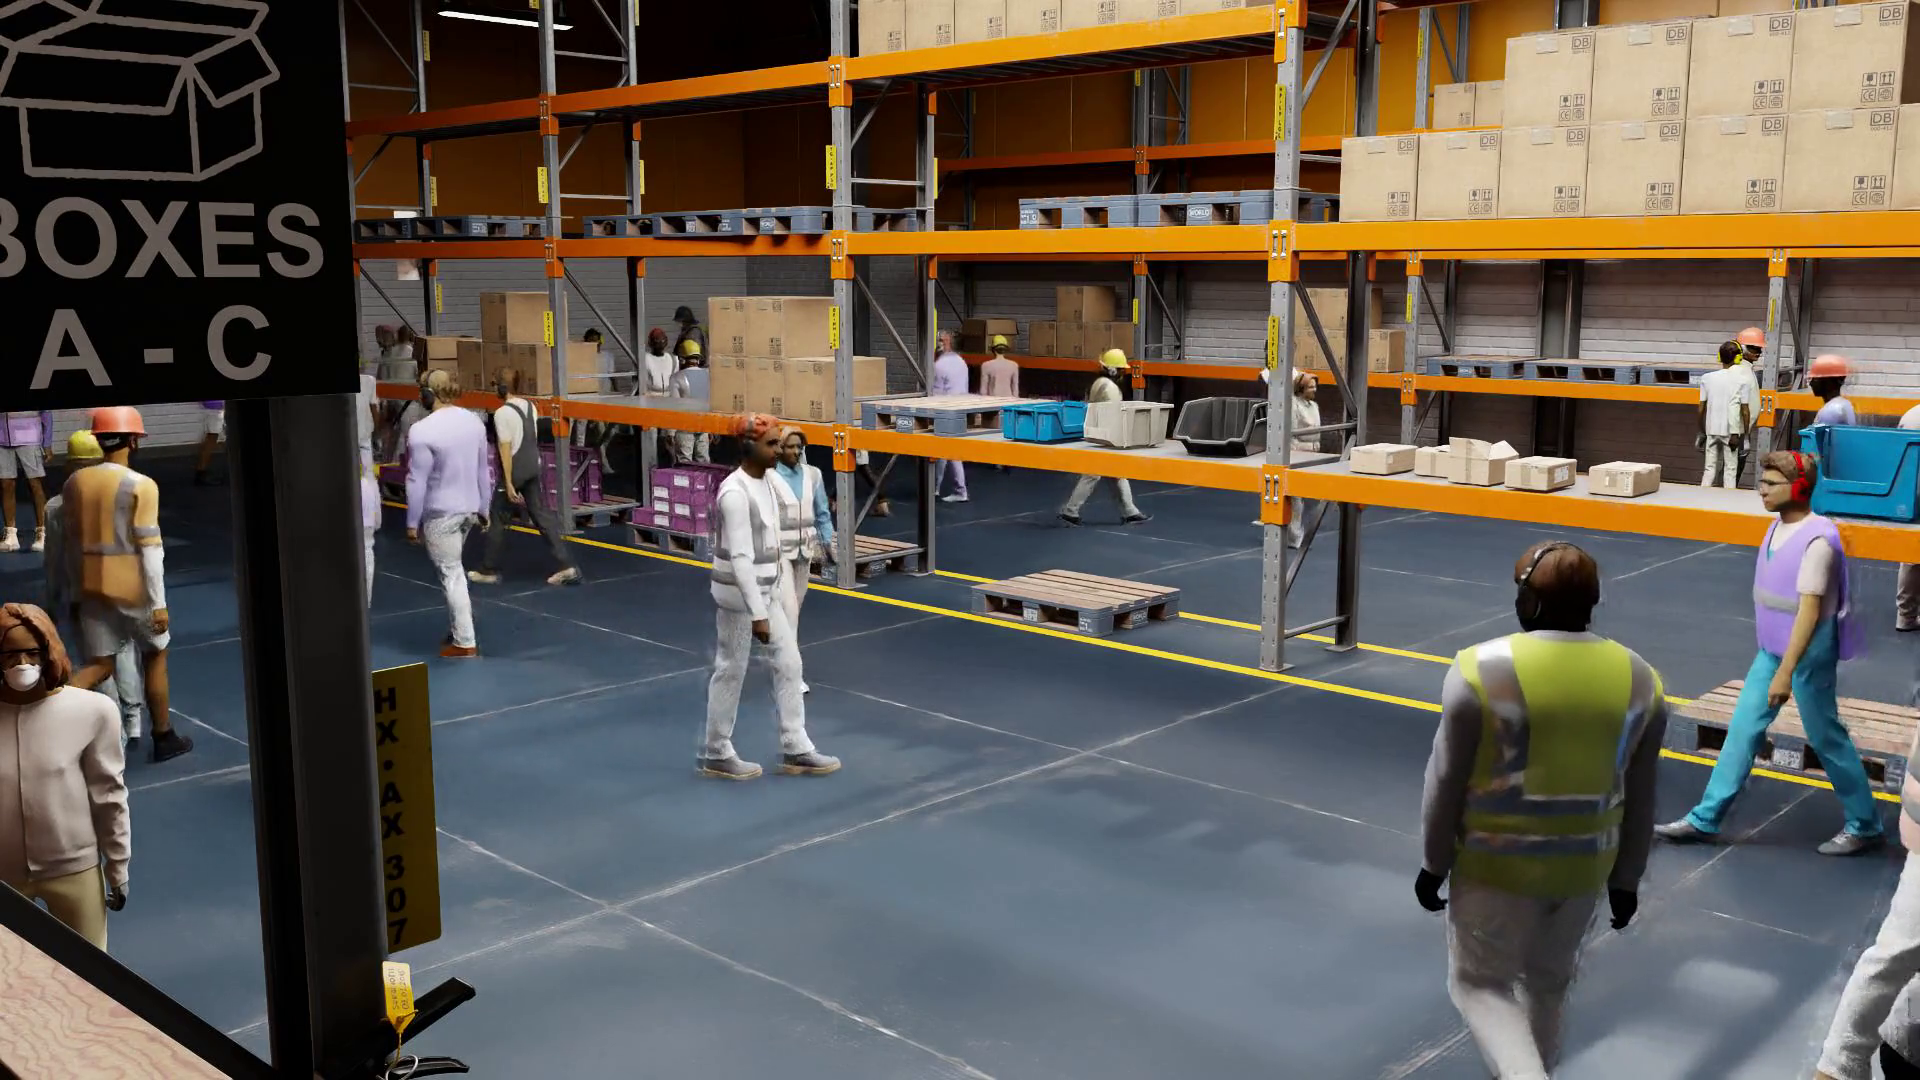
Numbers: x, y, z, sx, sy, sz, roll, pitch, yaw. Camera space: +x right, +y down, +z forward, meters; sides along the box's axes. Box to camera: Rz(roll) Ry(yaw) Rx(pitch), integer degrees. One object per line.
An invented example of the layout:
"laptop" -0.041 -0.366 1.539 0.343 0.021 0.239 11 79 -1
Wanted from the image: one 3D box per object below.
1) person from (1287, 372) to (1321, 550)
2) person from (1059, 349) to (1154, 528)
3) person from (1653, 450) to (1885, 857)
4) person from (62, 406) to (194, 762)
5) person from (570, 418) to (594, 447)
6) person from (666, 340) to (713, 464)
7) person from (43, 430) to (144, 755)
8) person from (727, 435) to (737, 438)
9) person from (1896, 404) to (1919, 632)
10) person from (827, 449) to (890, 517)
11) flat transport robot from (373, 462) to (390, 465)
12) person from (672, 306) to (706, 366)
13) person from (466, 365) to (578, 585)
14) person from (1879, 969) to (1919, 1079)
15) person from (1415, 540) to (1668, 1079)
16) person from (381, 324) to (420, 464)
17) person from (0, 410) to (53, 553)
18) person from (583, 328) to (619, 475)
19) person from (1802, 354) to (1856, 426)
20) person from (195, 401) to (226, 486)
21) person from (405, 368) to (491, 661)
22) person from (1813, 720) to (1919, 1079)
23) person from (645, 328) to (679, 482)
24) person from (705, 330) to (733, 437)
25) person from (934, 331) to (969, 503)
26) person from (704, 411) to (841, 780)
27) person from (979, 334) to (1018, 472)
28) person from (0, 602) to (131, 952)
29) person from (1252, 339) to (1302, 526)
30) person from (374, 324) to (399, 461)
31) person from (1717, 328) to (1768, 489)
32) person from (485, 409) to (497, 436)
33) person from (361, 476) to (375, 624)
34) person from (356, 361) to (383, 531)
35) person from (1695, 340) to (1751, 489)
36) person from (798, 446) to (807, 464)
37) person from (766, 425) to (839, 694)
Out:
"person" 3.128 -0.708 15.113 0.526 1.623 0.376 -9 13 -44
"person" 1.425 -0.993 16.425 0.961 1.783 0.587 -1 9 -4
"person" 3.606 0.505 7.213 0.991 1.789 0.589 0 9 3
"person" -4.310 0.261 8.379 0.584 1.900 0.838 3 10 16
"person" -4.629 -1.487 19.955 0.502 1.611 0.435 -4 10 -24
"person" -2.807 -1.168 17.350 0.403 1.827 0.596 9 13 44
"person" -4.541 0.285 8.736 0.526 1.727 0.487 8 12 40
"person" -3.328 -2.504 25.127 0.652 1.954 0.528 -1 9 -9
"person" 6.828 -0.264 11.561 0.402 1.904 0.638 -3 10 -17
"person" -1.113 -1.060 17.215 0.906 1.628 0.568 3 10 18
"flat transport robot" -6.996 -0.813 19.910 1.431 0.197 0.652 -2 10 -13
"person" -4.155 -2.621 25.585 0.580 2.000 0.723 -3 10 -20
"person" -3.539 -0.512 13.424 0.975 1.803 0.530 4 10 24
"person" 2.574 1.046 4.192 0.542 1.678 0.597 -3 10 -18
"person" 1.614 0.913 4.591 0.640 1.824 0.706 -1 9 -8
"person" -6.656 -1.664 20.193 0.710 1.879 1.007 5 11 29
"person" -8.515 -0.893 14.984 0.615 2.040 0.391 -1 9 -7
"person" -4.511 -1.731 20.774 0.546 1.834 0.535 -9 13 -42
"person" 6.547 -0.444 12.629 0.528 1.919 0.560 8 12 41
"person" -8.730 -1.594 19.755 0.868 1.875 0.677 -6 11 -31
"person" -3.391 -0.165 10.885 0.594 1.918 0.663 4 10 24
"person" 2.978 0.905 4.740 0.648 1.786 0.968 -8 12 -42
"person" -3.504 -1.558 19.628 0.580 1.844 0.895 -6 11 -31
"person" -3.691 -2.407 25.279 0.847 1.711 0.626 -1 9 -7
"person" -0.255 -1.355 18.324 0.870 1.868 0.665 5 10 27
"person" -0.938 0.300 8.225 0.817 1.854 0.607 2 9 12
"person" 0.514 -1.716 20.945 0.528 1.746 0.713 -4 10 -22
"person" -2.659 0.976 4.798 0.497 1.629 0.276 -4 10 -25
"person" 3.120 -1.065 16.494 0.446 1.901 0.614 8 12 40
"person" -7.158 -1.826 21.273 0.929 1.865 0.680 -4 10 -25
"person" 7.631 -1.075 16.252 0.390 1.990 0.623 6 11 34
"person" -6.113 -2.016 22.159 0.610 1.955 0.404 -5 10 -26
"person" -3.251 0.272 8.312 0.654 1.888 0.695 -2 9 -11
"person" -5.837 -0.978 16.111 0.530 1.849 0.701 -6 11 -35
"person" 7.446 -1.008 16.222 0.309 1.868 0.535 -8 12 -41
"person" -1.896 -1.343 18.075 0.629 1.936 0.373 -3 10 -19
"person" -0.975 0.119 10.105 0.518 1.613 0.706 -9 13 -43
